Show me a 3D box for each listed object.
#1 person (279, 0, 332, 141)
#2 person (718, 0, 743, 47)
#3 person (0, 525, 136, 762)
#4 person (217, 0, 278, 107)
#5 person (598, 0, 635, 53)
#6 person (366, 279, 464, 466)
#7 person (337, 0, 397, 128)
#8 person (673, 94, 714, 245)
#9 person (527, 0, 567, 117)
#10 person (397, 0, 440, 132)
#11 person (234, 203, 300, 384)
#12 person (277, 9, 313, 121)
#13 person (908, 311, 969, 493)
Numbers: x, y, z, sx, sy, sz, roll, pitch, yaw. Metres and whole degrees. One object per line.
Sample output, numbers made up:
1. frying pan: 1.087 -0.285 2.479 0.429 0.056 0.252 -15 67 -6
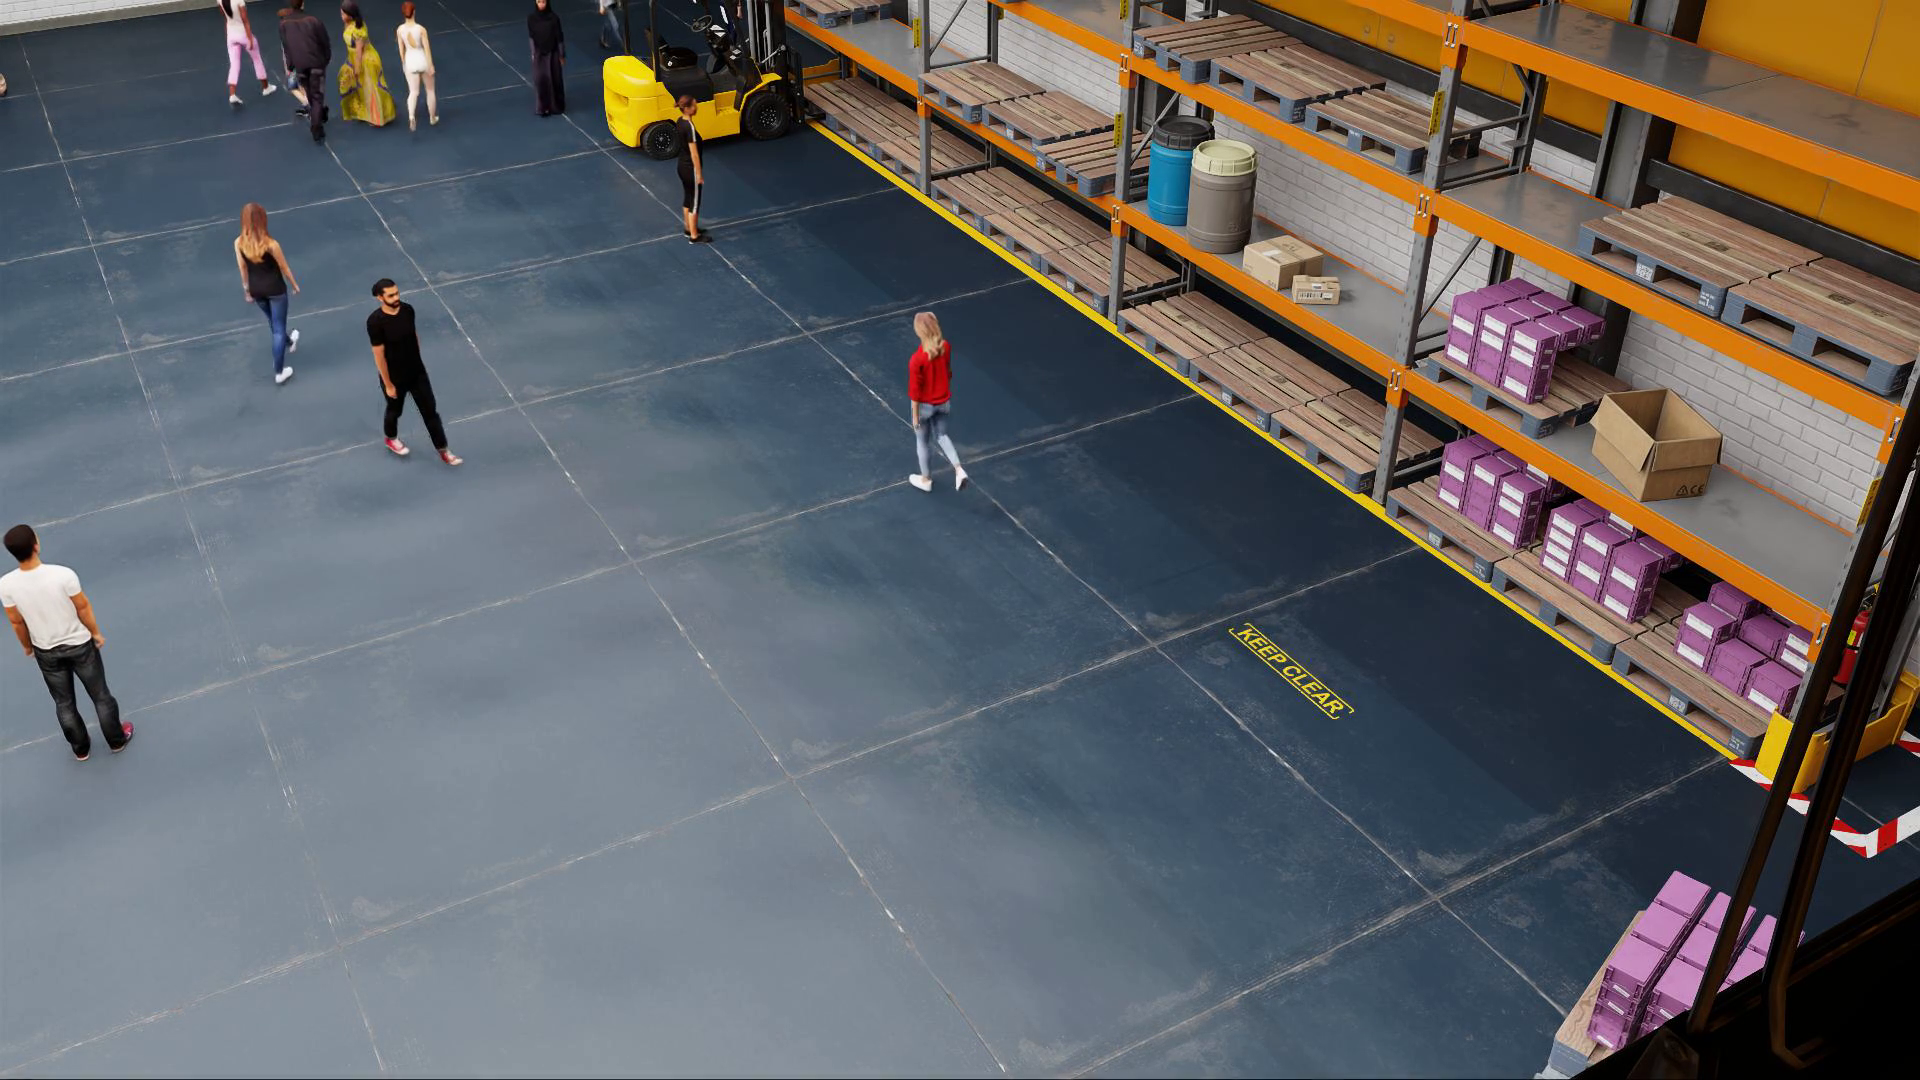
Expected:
1. person: -8.237 -5.947 21.023 1.098 1.782 1.300 -1 34 -1
2. person: -3.276 -7.590 23.567 0.664 1.703 0.486 -21 39 -28
3. person: -5.957 0.687 11.028 0.690 1.798 0.610 -10 35 -15
4. person: -9.632 -6.622 22.110 1.077 1.704 1.188 6 34 9
5. person: -5.143 -7.763 24.210 0.966 1.279 0.777 18 37 24
6. person: -4.860 -1.444 14.312 1.235 1.713 0.952 23 40 30
7. person: -7.602 -6.147 21.450 0.844 1.644 0.828 -21 39 -28
8. person: -2.982 -4.101 18.349 0.655 1.668 0.472 -14 36 -20
9. person: -5.424 -6.444 21.929 0.833 1.607 0.927 0 34 0
10. person: -6.958 -6.032 21.294 0.827 1.624 1.002 0 34 0
11. person: -6.513 -2.276 15.590 0.973 1.683 1.086 4 34 7
12. person: -8.638 -6.205 21.723 0.882 1.438 0.786 13 36 19
13. person: -0.181 -1.088 13.792 0.744 1.695 0.944 -28 43 -35
